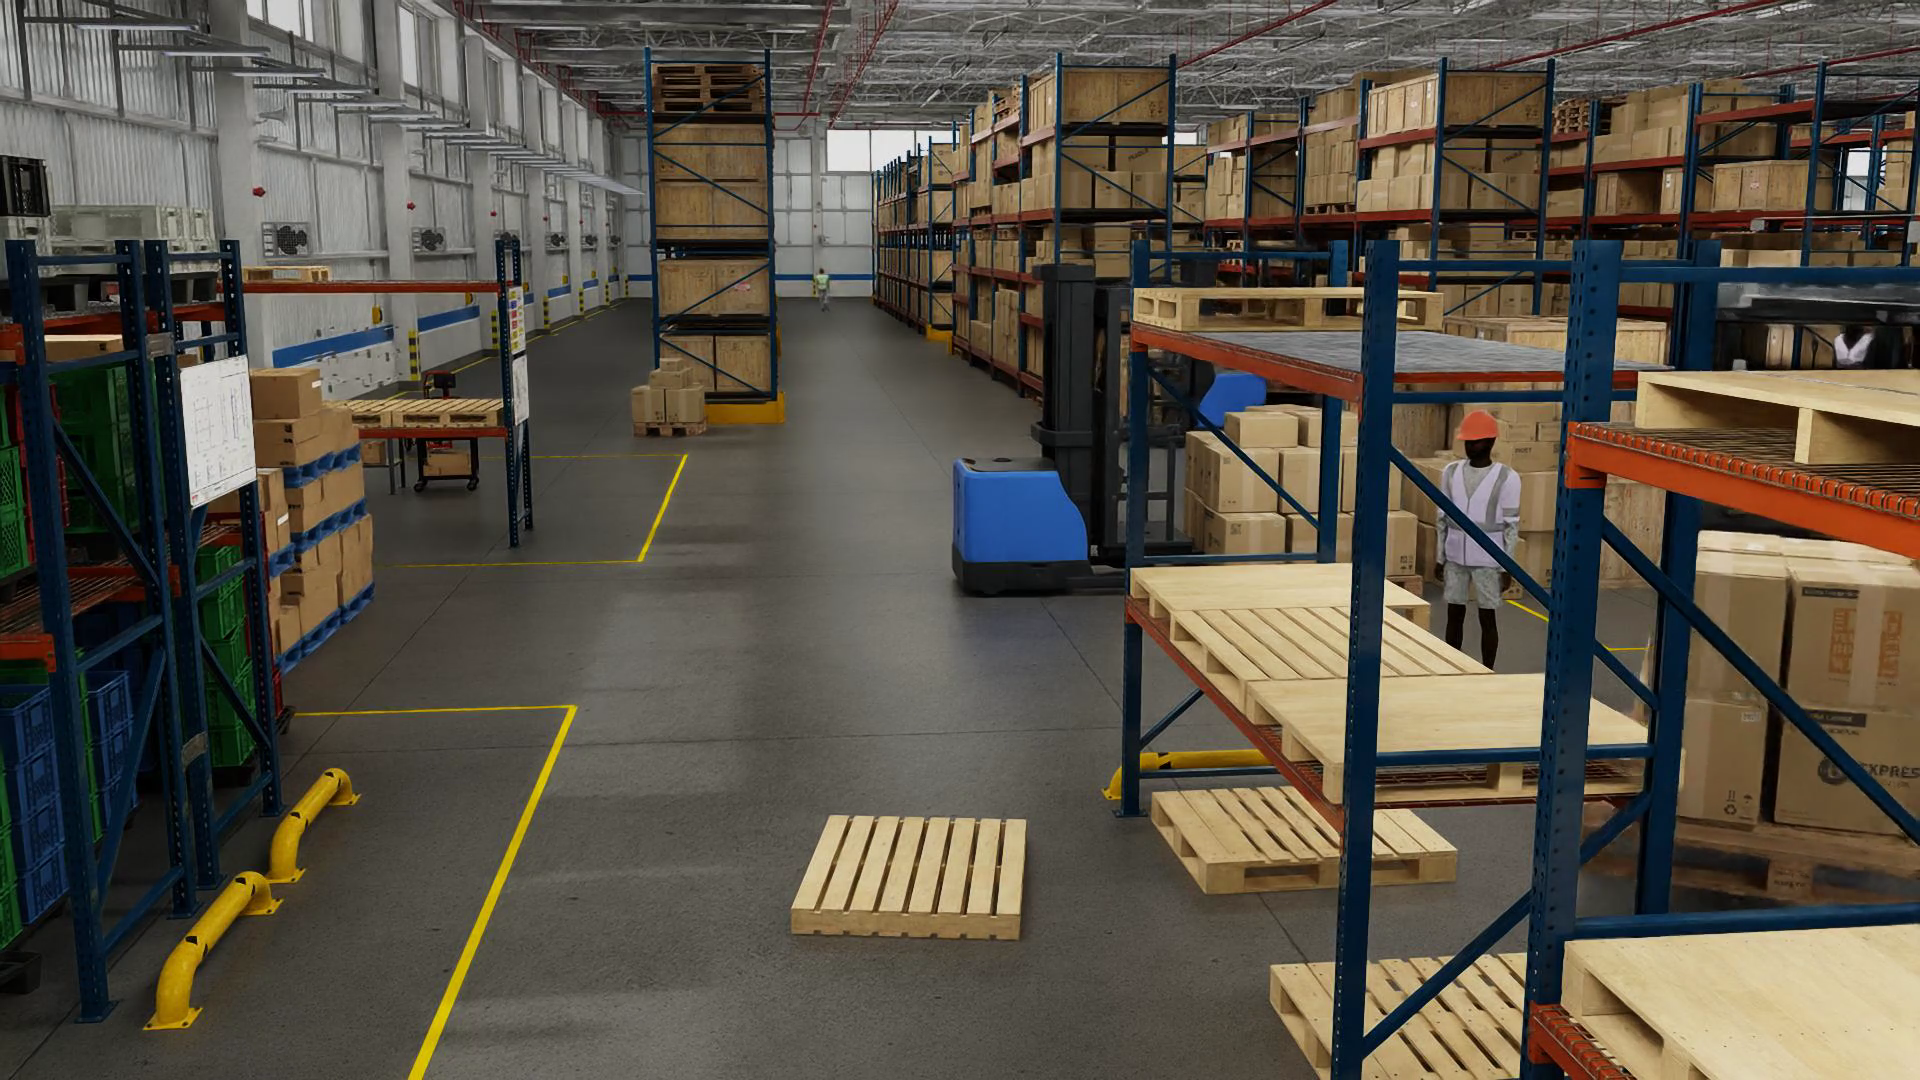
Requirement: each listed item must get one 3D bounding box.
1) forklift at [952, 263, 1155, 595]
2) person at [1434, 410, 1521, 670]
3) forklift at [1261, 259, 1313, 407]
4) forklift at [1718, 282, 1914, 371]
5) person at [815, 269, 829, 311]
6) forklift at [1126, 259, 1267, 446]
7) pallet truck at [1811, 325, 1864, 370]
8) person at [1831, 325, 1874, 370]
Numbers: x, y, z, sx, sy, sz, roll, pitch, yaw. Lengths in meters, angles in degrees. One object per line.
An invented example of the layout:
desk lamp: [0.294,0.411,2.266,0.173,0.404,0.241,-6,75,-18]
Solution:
forklift: [0.906,-1.002,14.487,1.873,2.768,1.129,-1,10,-6]
person: [3.365,0.116,10.902,0.542,1.939,0.369,9,14,41]
forklift: [5.947,-3.898,30.530,1.129,2.768,1.873,2,10,12]
forklift: [4.610,-0.053,9.229,1.129,2.768,1.873,5,11,24]
person: [-5.972,-10.813,71.861,0.591,1.787,0.987,-3,11,-14]
forklift: [3.532,-2.839,24.666,1.873,2.768,1.129,-2,10,-9]
pallet truck: [15.846,-3.142,28.793,1.885,1.965,0.823,2,10,12]
person: [12.901,-2.257,24.183,0.854,1.884,0.605,-9,14,-41]
